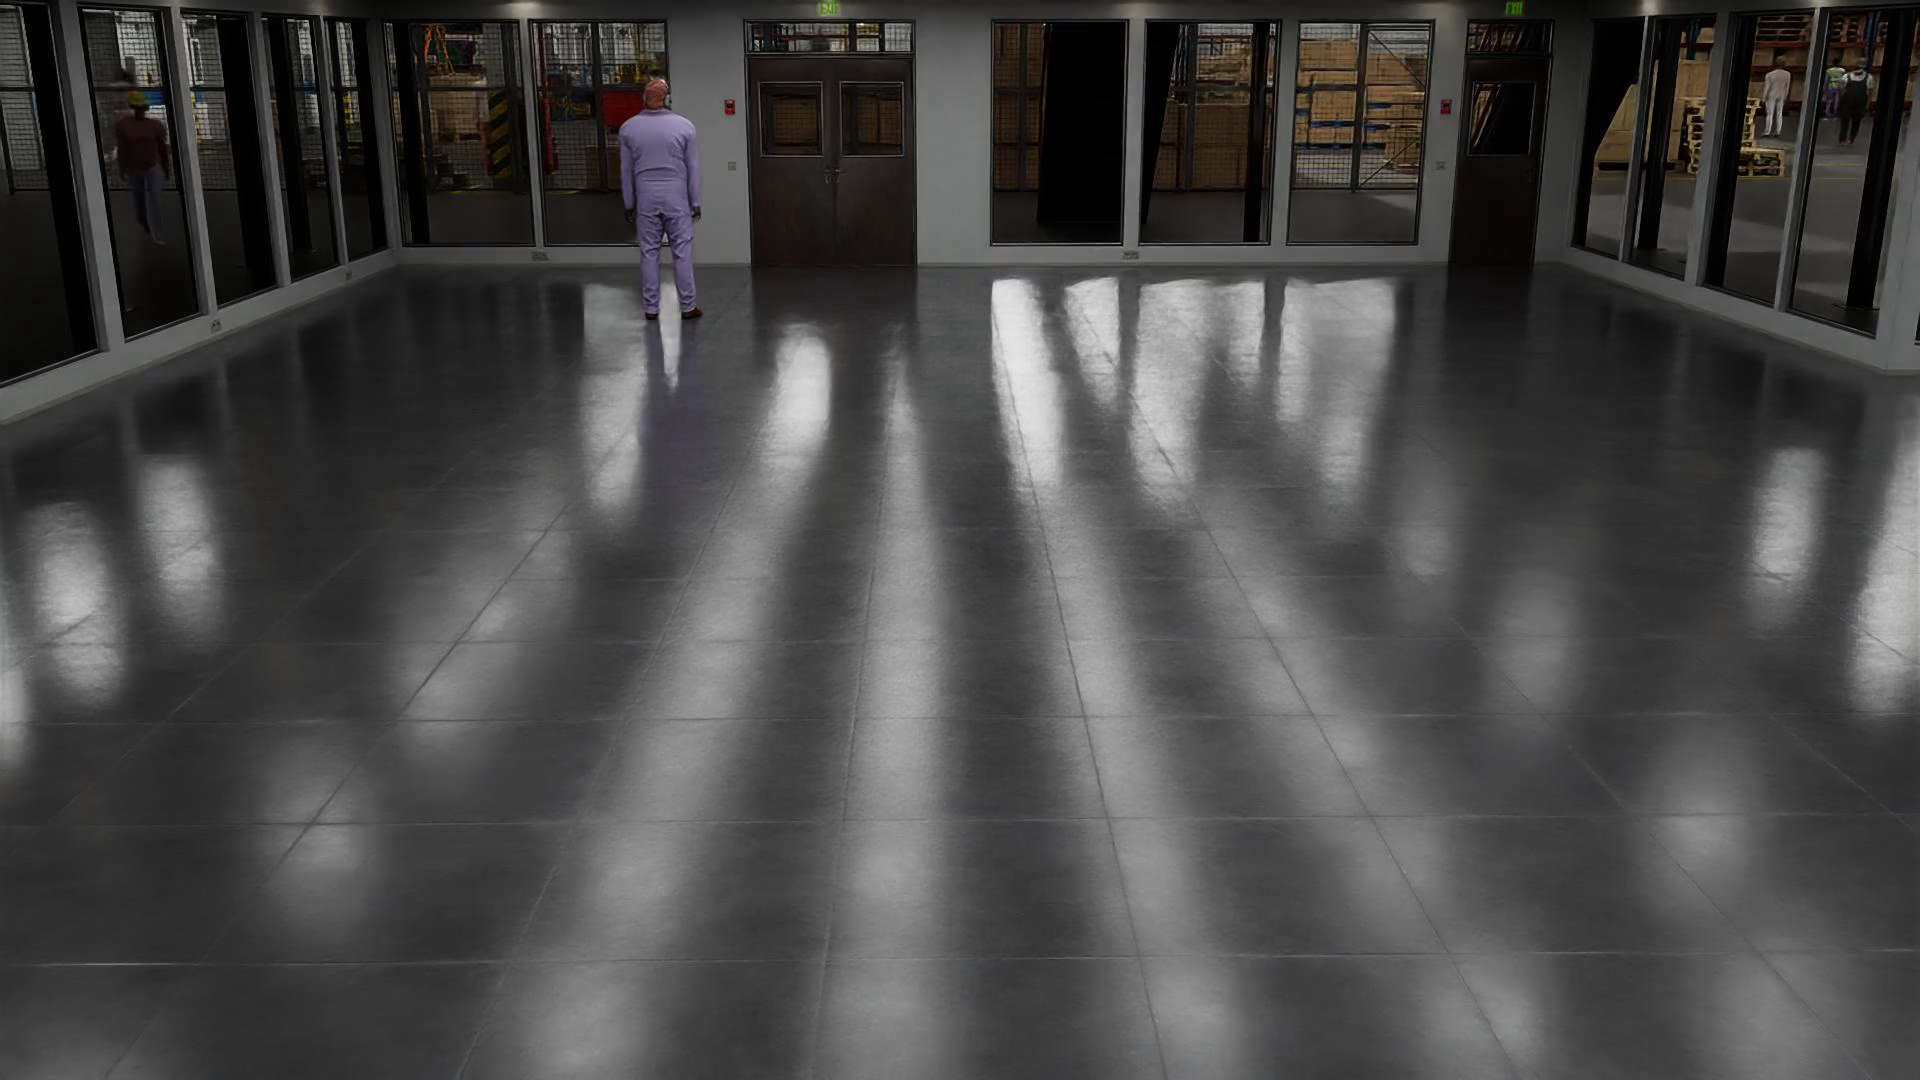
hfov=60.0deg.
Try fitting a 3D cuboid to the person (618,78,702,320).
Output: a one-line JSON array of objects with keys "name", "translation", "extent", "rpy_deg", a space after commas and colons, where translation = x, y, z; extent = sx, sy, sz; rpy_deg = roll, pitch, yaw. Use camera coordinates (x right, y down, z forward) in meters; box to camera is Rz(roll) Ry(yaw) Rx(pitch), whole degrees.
[{"name": "person", "translation": [-2.390, -2.730, 13.389], "extent": [0.637, 1.911, 0.403], "rpy_deg": [0, 16, 1]}]
